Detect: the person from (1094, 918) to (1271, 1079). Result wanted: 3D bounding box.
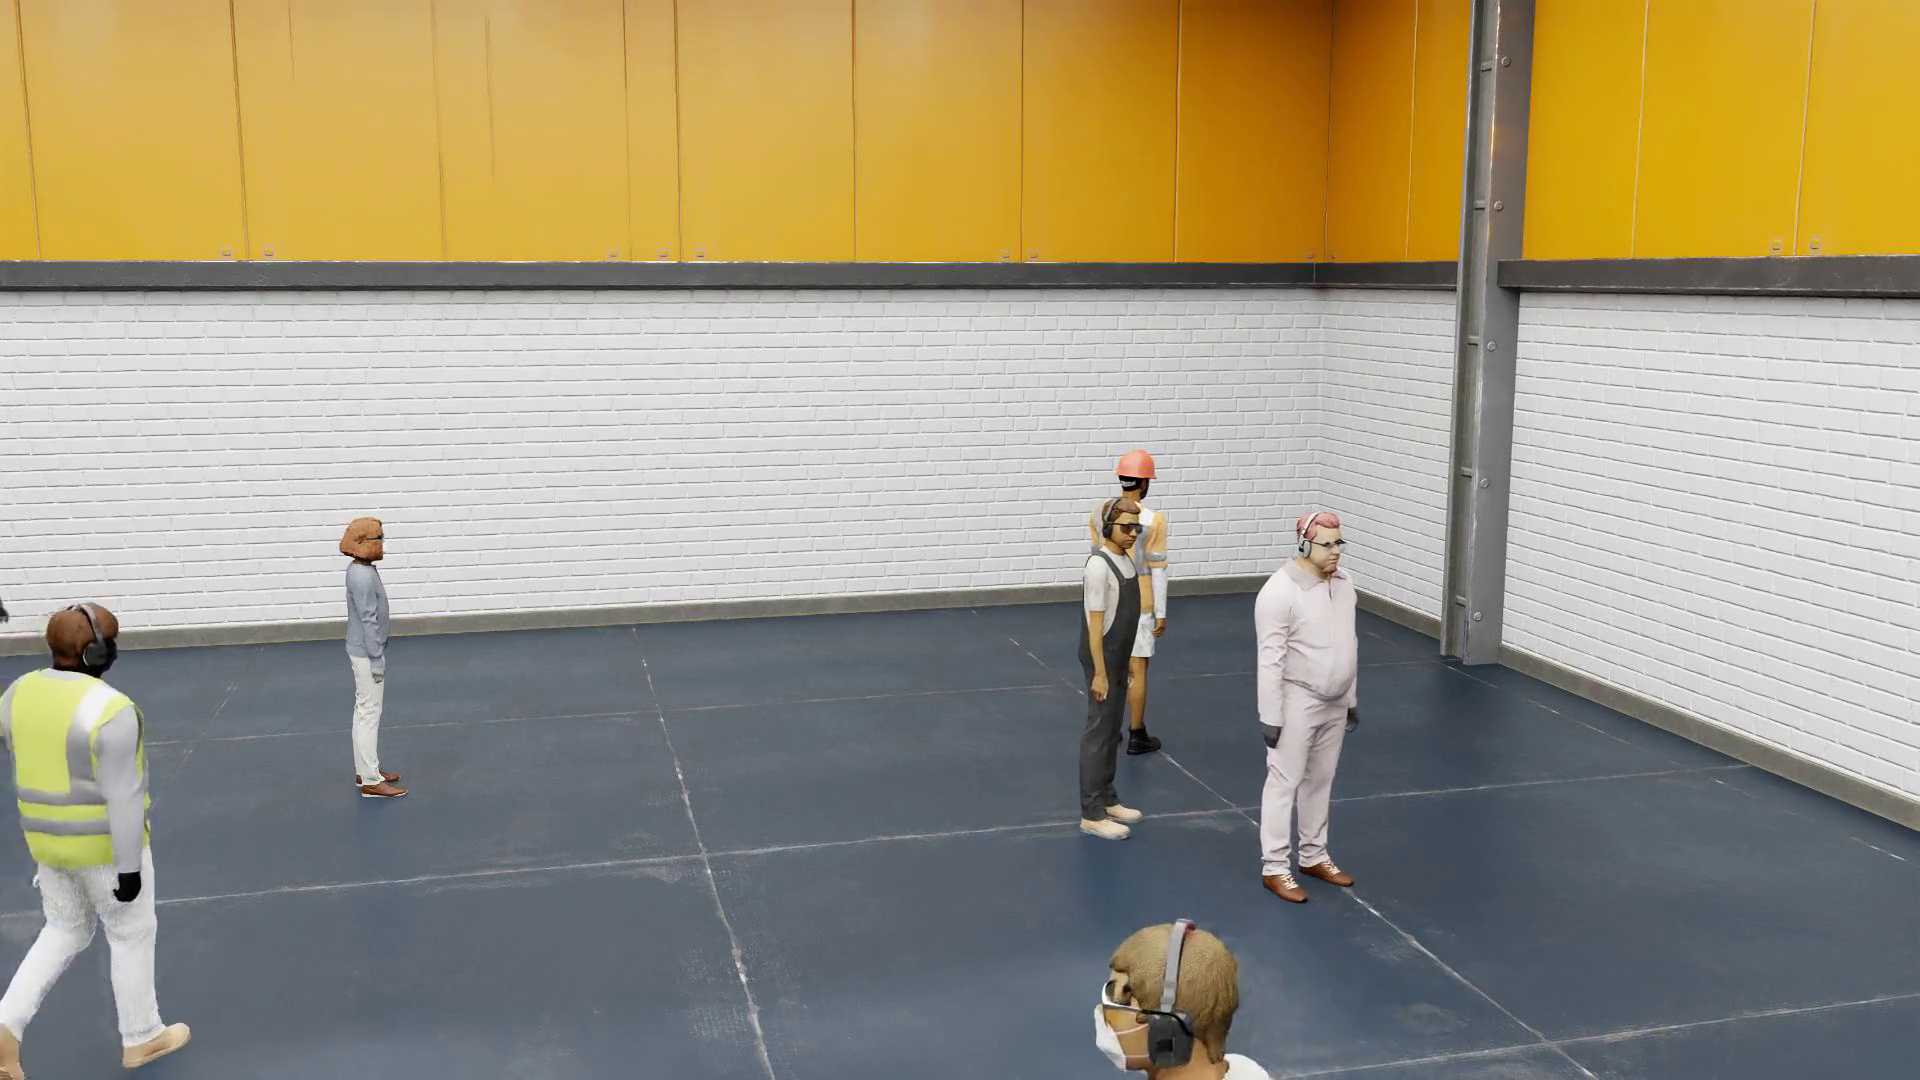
[{"bbox_3d":[0.474,1.612,2.957,0.710,1.918,0.634,3,10,20],"label":"person"}]

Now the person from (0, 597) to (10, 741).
[{"bbox_3d":[-6.378,0.474,10.818,0.689,1.674,0.538,-1,9,-7],"label":"person"}]

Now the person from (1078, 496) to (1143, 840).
[{"bbox_3d":[0.825,0.676,9.019,0.349,1.842,0.506,4,10,23],"label":"person"}]

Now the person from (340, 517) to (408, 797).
[{"bbox_3d":[-3.425,0.674,9.685,0.280,1.633,0.500,-4,10,-25],"label":"person"}]

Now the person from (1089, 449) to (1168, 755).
[{"bbox_3d":[1.081,0.392,10.529,0.541,1.932,0.382,6,11,34],"label":"person"}]

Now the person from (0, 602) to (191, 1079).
[{"bbox_3d":[-3.288,1.144,6.158,0.627,1.826,0.704,3,10,20],"label":"person"}]

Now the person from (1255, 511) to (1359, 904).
[{"bbox_3d":[1.712,0.799,8.086,0.637,1.901,0.403,-8,12,-40],"label":"person"}]
